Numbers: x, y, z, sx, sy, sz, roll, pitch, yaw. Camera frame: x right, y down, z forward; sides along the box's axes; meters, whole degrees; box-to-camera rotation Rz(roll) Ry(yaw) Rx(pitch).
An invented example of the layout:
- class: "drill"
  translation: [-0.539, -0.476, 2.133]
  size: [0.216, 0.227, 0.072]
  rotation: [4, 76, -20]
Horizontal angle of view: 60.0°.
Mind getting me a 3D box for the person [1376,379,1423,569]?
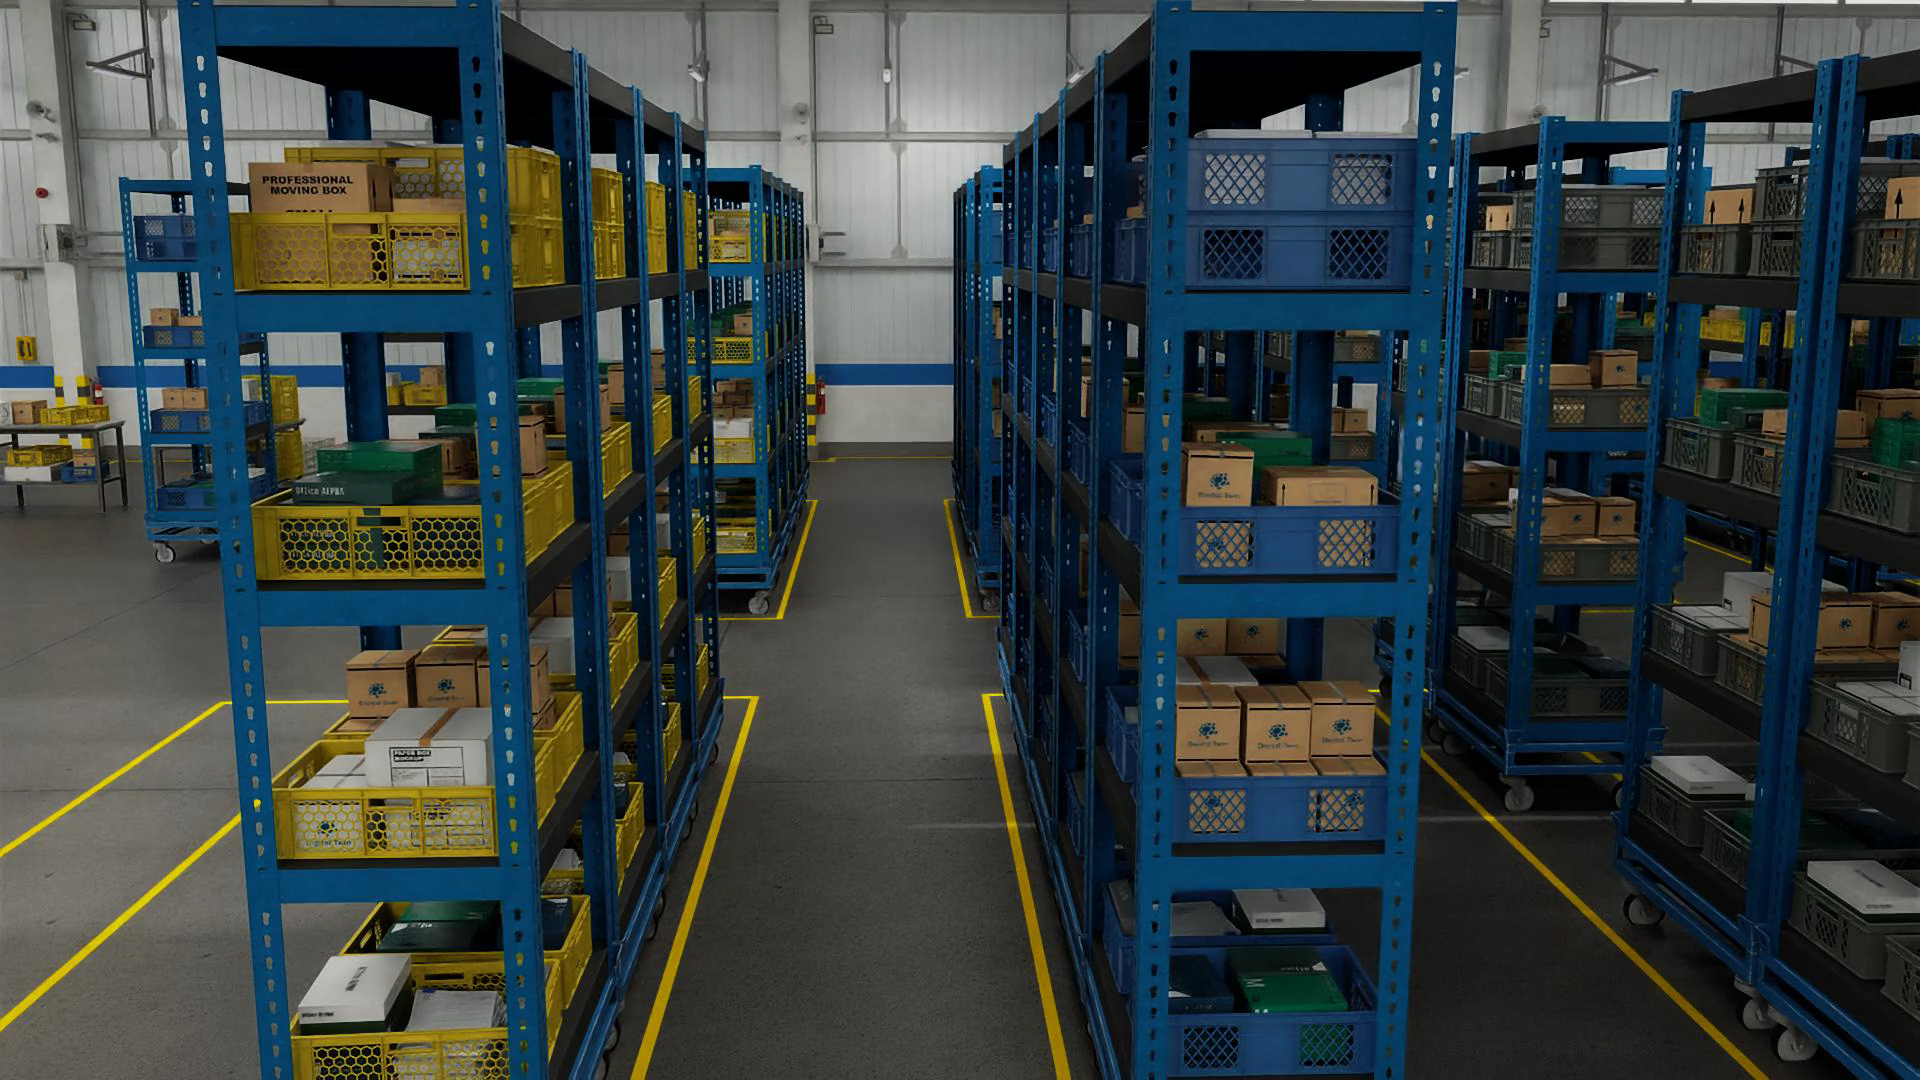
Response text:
- class: "person"
  translation: [3.337, -0.239, 12.592]
  size: [0.537, 2.019, 0.636]
  rotation: [0, 10, 0]
